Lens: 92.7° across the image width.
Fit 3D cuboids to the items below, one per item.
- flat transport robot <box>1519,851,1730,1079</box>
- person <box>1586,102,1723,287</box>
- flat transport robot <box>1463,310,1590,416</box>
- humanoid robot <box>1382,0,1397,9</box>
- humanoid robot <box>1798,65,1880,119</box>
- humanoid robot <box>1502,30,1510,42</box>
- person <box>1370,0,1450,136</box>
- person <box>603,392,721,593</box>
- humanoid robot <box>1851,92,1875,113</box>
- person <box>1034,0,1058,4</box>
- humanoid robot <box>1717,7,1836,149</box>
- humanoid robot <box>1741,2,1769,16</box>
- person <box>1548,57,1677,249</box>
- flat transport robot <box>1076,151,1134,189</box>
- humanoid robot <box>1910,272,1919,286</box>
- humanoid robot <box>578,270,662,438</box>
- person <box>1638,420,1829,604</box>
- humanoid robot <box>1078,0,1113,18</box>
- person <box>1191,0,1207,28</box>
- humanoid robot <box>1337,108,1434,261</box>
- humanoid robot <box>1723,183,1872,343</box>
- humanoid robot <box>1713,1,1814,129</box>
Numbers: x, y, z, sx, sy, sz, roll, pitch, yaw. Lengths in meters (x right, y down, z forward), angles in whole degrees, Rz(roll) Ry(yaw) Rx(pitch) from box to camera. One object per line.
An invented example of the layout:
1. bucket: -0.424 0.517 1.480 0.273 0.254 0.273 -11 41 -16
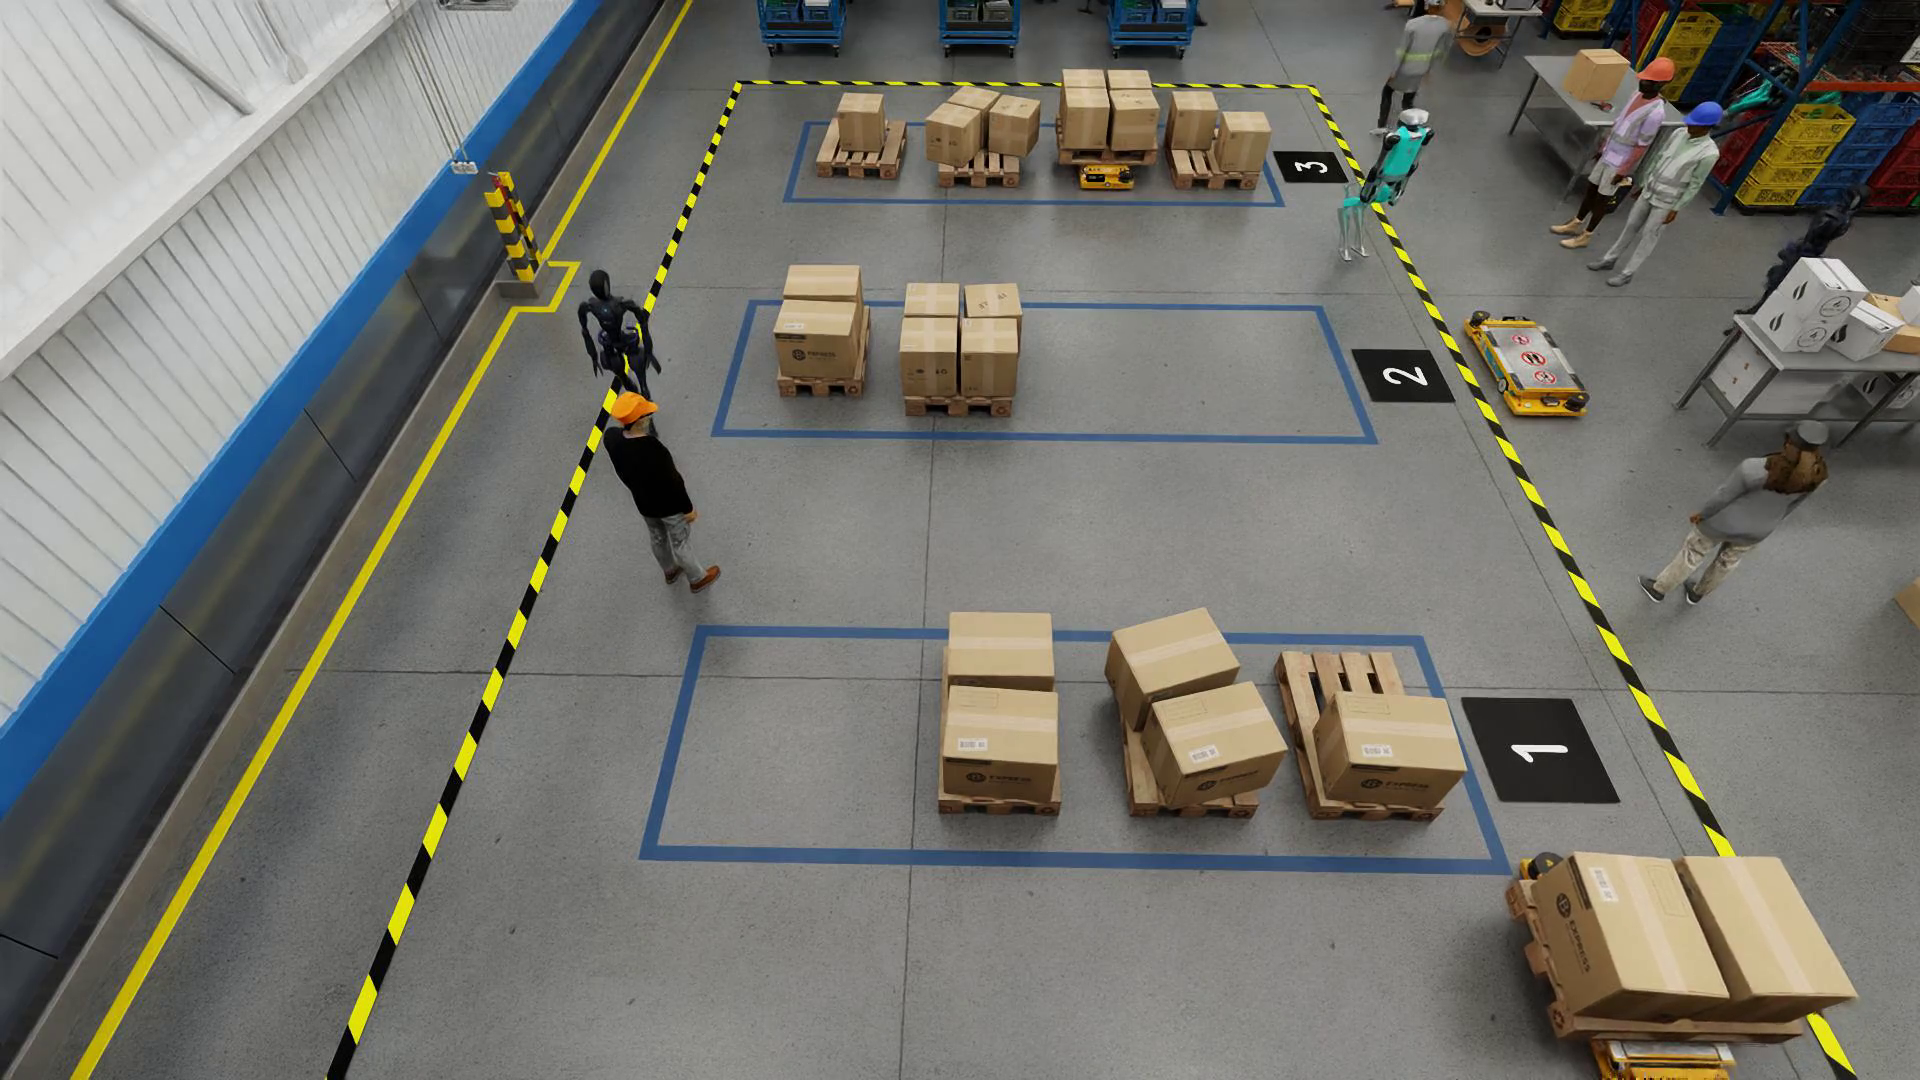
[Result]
1. flat transport robot: 3.874 2.543 5.313 0.652 0.197 1.431 1 49 1
2. person: 7.269 -3.562 9.513 0.408 1.938 0.603 -8 50 -6
3. flat transport robot: 5.573 -1.757 9.054 0.659 0.231 1.431 1 49 1
4. humanoid robot: 7.355 -9.563 14.882 0.538 1.642 0.607 -1 49 -1
5. humanoid robot: 10.938 -5.656 11.478 0.676 1.823 0.537 14 51 12
6. humanoid robot: 8.639 -8.819 14.237 0.536 1.779 1.039 -2 49 -2
7. person: 5.749 -6.009 11.696 0.591 1.836 0.550 -1 49 -1
8. person: -2.200 -0.313 6.741 0.585 1.878 0.383 21 52 18
9. humanoid robot: 11.504 -5.866 11.646 0.676 1.805 0.541 37 58 27
10. person: 1.468 -9.844 14.951 0.626 1.937 0.371 -16 51 -13
11. humanoid robot: 10.068 -5.730 11.502 0.713 1.760 0.530 10 50 9
12. humanoid robot: 13.281 -9.386 14.759 0.609 1.637 0.702 -25 54 -20
13. person: 7.105 -4.159 9.961 0.394 2.042 0.608 4 49 4
14. flat transport robot: 1.845 -4.982 11.827 0.652 0.197 1.431 1 49 1
15. humanoid robot: 10.569 -3.348 9.395 0.533 1.689 0.741 4 49 4
16. humanoid robot: -2.960 -1.627 8.035 0.593 1.624 0.774 -7 49 -6
17. person: 5.656 -0.149 6.673 0.565 1.762 0.406 7 50 6
18. humanoid robot: 2.254 -9.289 14.650 0.611 1.633 0.613 20 52 16
19. person: 3.637 -9.063 14.268 0.739 1.941 0.616 22 53 18
20. humanoid robot: 4.431 -3.846 9.802 0.533 1.677 0.735 -13 50 -11
21. humanoid robot: 8.168 -2.731 8.975 0.613 1.640 0.412 -22 53 -18
22. humanoid robot: 10.601 -6.058 11.878 0.564 1.649 0.603 14 51 12
